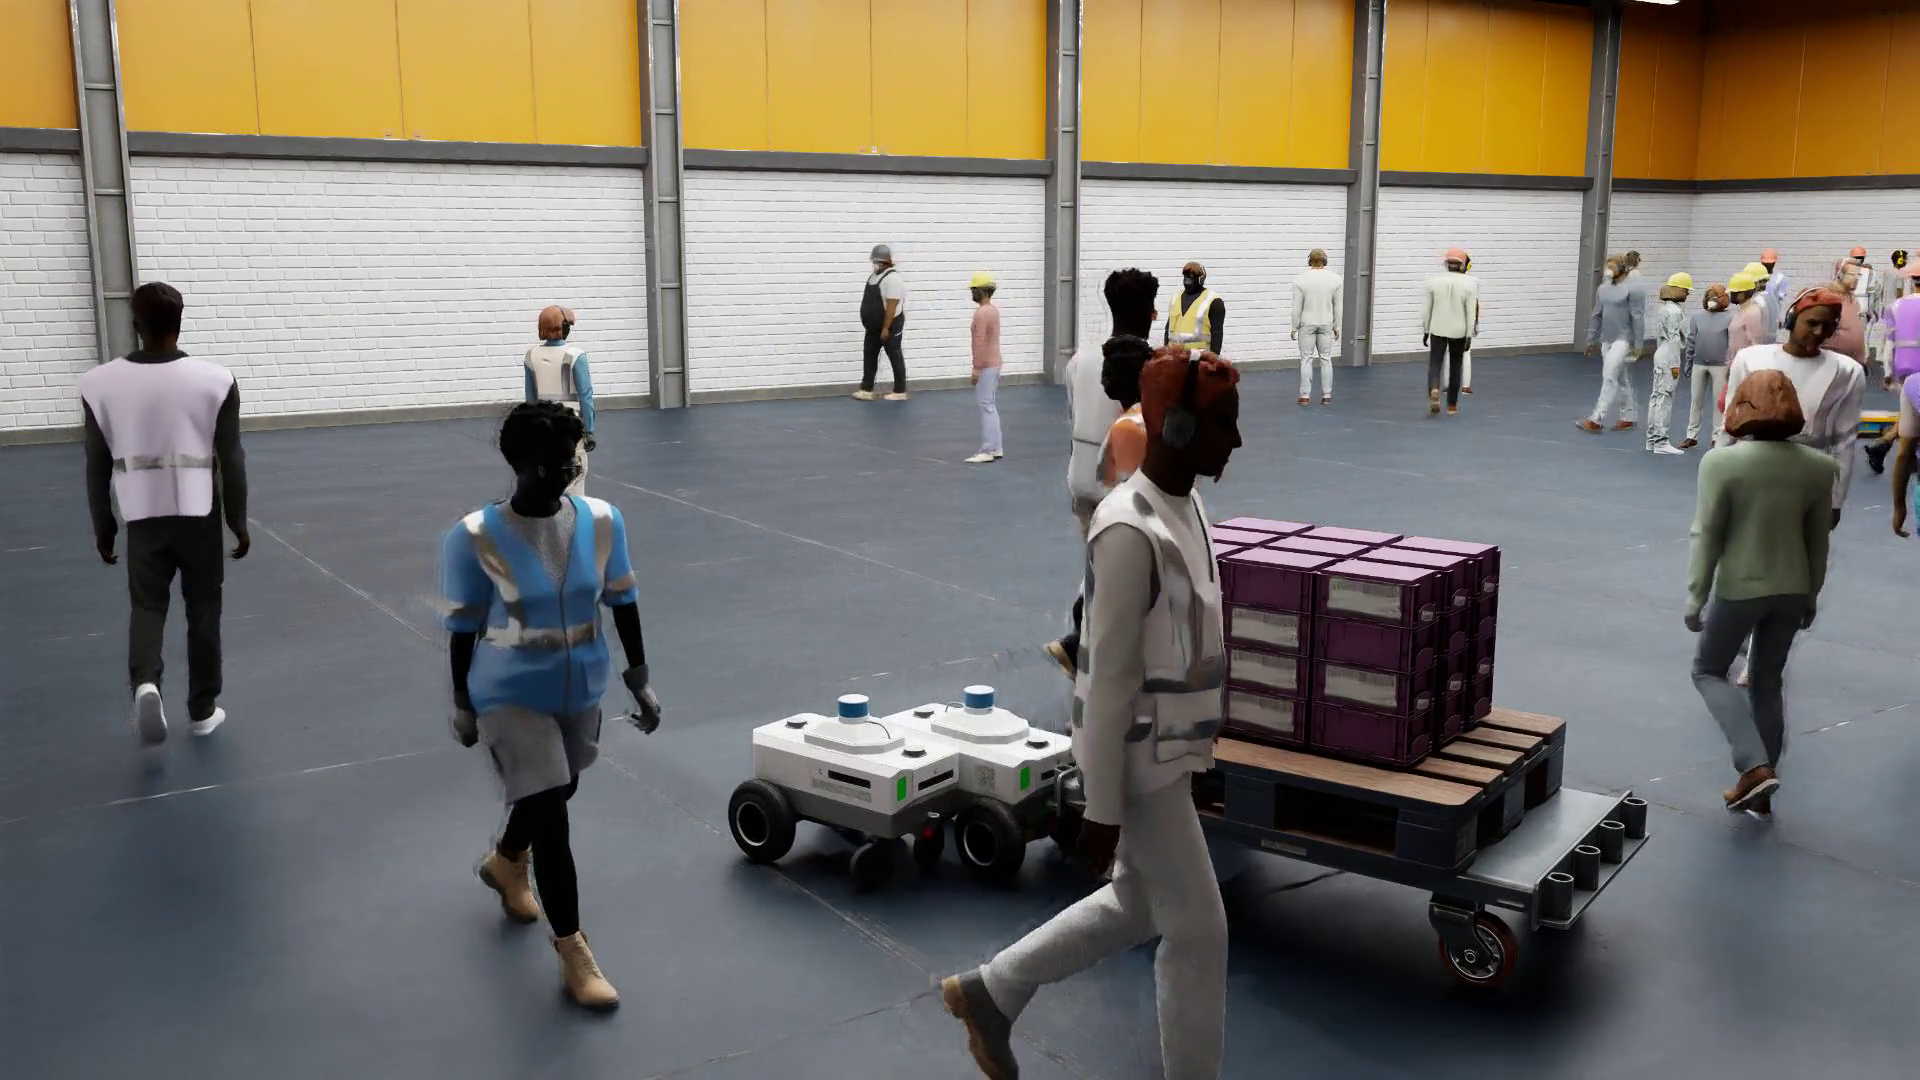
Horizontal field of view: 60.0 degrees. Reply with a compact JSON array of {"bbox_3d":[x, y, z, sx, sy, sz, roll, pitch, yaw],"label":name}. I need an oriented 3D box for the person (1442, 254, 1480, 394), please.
[{"bbox_3d":[6.631,-2.871,22.078,0.512,1.872,0.327,4,11,19],"label":"person"}]

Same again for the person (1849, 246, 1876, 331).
[{"bbox_3d":[13.684,-3.524,25.480,0.550,1.935,0.359,2,10,9],"label":"person"}]

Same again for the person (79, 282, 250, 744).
[{"bbox_3d":[-3.220,-0.090,6.770,0.599,1.901,0.646,-3,11,-15],"label":"person"}]

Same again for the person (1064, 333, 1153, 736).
[{"bbox_3d":[0.647,-0.007,6.884,0.520,1.681,0.542,5,11,24],"label":"person"}]

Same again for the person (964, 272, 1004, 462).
[{"bbox_3d":[0.233,-1.582,15.372,0.333,1.749,0.559,3,11,16],"label":"person"}]

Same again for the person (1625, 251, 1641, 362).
[{"bbox_3d":[11.180,-3.905,27.815,0.328,1.844,0.514,-4,11,-22],"label":"person"}]

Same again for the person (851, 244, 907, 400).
[{"bbox_3d":[-1.003,-2.759,20.995,0.820,2.000,0.717,-7,12,-33],"label":"person"}]

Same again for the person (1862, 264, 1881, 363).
[{"bbox_3d":[14.887,-3.733,27.469,0.520,1.625,0.325,5,11,25],"label":"person"}]

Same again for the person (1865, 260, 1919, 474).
[{"bbox_3d":[8.294,-1.506,14.503,0.855,1.916,0.555,-3,11,-16],"label":"person"}]

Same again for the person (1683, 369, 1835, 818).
[{"bbox_3d":[2.831,0.207,5.898,0.547,1.612,0.414,-1,10,-6],"label":"person"}]

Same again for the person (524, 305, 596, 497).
[{"bbox_3d":[-2.589,-0.698,10.798,0.510,1.642,0.308,4,11,22],"label":"person"}]

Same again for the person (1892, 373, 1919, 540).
[{"bbox_3d":[4.391,-0.135,7.303,0.563,1.783,0.971,4,11,22],"label":"person"}]

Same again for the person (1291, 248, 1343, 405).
[{"bbox_3d":[4.392,-2.625,20.548,0.630,1.936,0.369,0,10,0],"label":"person"}]

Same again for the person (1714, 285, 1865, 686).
[{"bbox_3d":[3.825,-0.254,7.755,0.626,1.861,0.534,6,12,31],"label":"person"}]

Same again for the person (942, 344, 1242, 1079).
[{"bbox_3d":[0.357,0.481,3.754,0.814,1.856,0.587,3,11,18],"label":"person"}]

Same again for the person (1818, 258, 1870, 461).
[{"bbox_3d":[8.030,-1.627,15.222,0.672,1.879,0.594,-9,14,-40],"label":"person"}]

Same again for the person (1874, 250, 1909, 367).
[{"bbox_3d":[14.930,-3.696,26.650,0.320,1.858,0.568,0,10,1],"label":"person"}]

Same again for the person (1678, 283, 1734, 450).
[{"bbox_3d":[7.336,-1.691,16.262,0.286,1.633,0.498,-10,14,-44],"label":"person"}]

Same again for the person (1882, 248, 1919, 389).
[{"bbox_3d":[13.220,-3.037,22.765,0.971,1.959,0.632,0,10,-1],"label":"person"}]

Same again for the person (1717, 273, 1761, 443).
[{"bbox_3d":[7.190,-1.585,15.357,0.444,1.742,0.558,2,11,11],"label":"person"}]

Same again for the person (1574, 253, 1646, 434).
[{"bbox_3d":[6.884,-2.081,17.674,0.954,1.893,0.658,-3,11,-17],"label":"person"}]

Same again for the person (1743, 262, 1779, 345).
[{"bbox_3d":[7.715,-1.781,16.216,0.403,1.828,0.597,10,14,42],"label":"person"}]

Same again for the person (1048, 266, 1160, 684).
[{"bbox_3d":[0.641,-0.238,7.438,0.572,1.941,0.616,-7,13,-34],"label":"person"}]

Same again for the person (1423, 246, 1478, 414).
[{"bbox_3d":[5.669,-2.420,19.327,0.606,1.975,0.812,4,11,22],"label":"person"}]

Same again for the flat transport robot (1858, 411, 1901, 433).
[{"bbox_3d":[9.305,-1.237,17.509,1.431,0.197,0.652,1,10,6],"label":"flat transport robot"}]

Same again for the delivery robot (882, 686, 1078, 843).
[{"bbox_3d":[0.063,0.738,5.645,0.707,0.478,0.477,9,14,42],"label":"delivery robot"}]

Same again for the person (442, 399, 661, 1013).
[{"bbox_3d":[-1.210,0.409,4.702,0.528,1.651,0.866,-9,14,-41],"label":"person"}]

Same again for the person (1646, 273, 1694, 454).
[{"bbox_3d":[6.860,-1.700,16.035,0.310,1.735,0.484,2,10,9],"label":"person"}]

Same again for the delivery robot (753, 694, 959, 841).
[{"bbox_3d":[-0.350,0.759,5.533,0.707,0.478,0.477,8,13,37],"label":"delivery robot"}]

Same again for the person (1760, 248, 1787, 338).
[{"bbox_3d":[11.649,-3.260,24.093,0.553,1.920,0.609,6,12,30],"label":"person"}]

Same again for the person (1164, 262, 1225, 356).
[{"bbox_3d":[2.181,-1.699,15.729,0.625,1.845,0.429,9,14,41],"label":"person"}]
